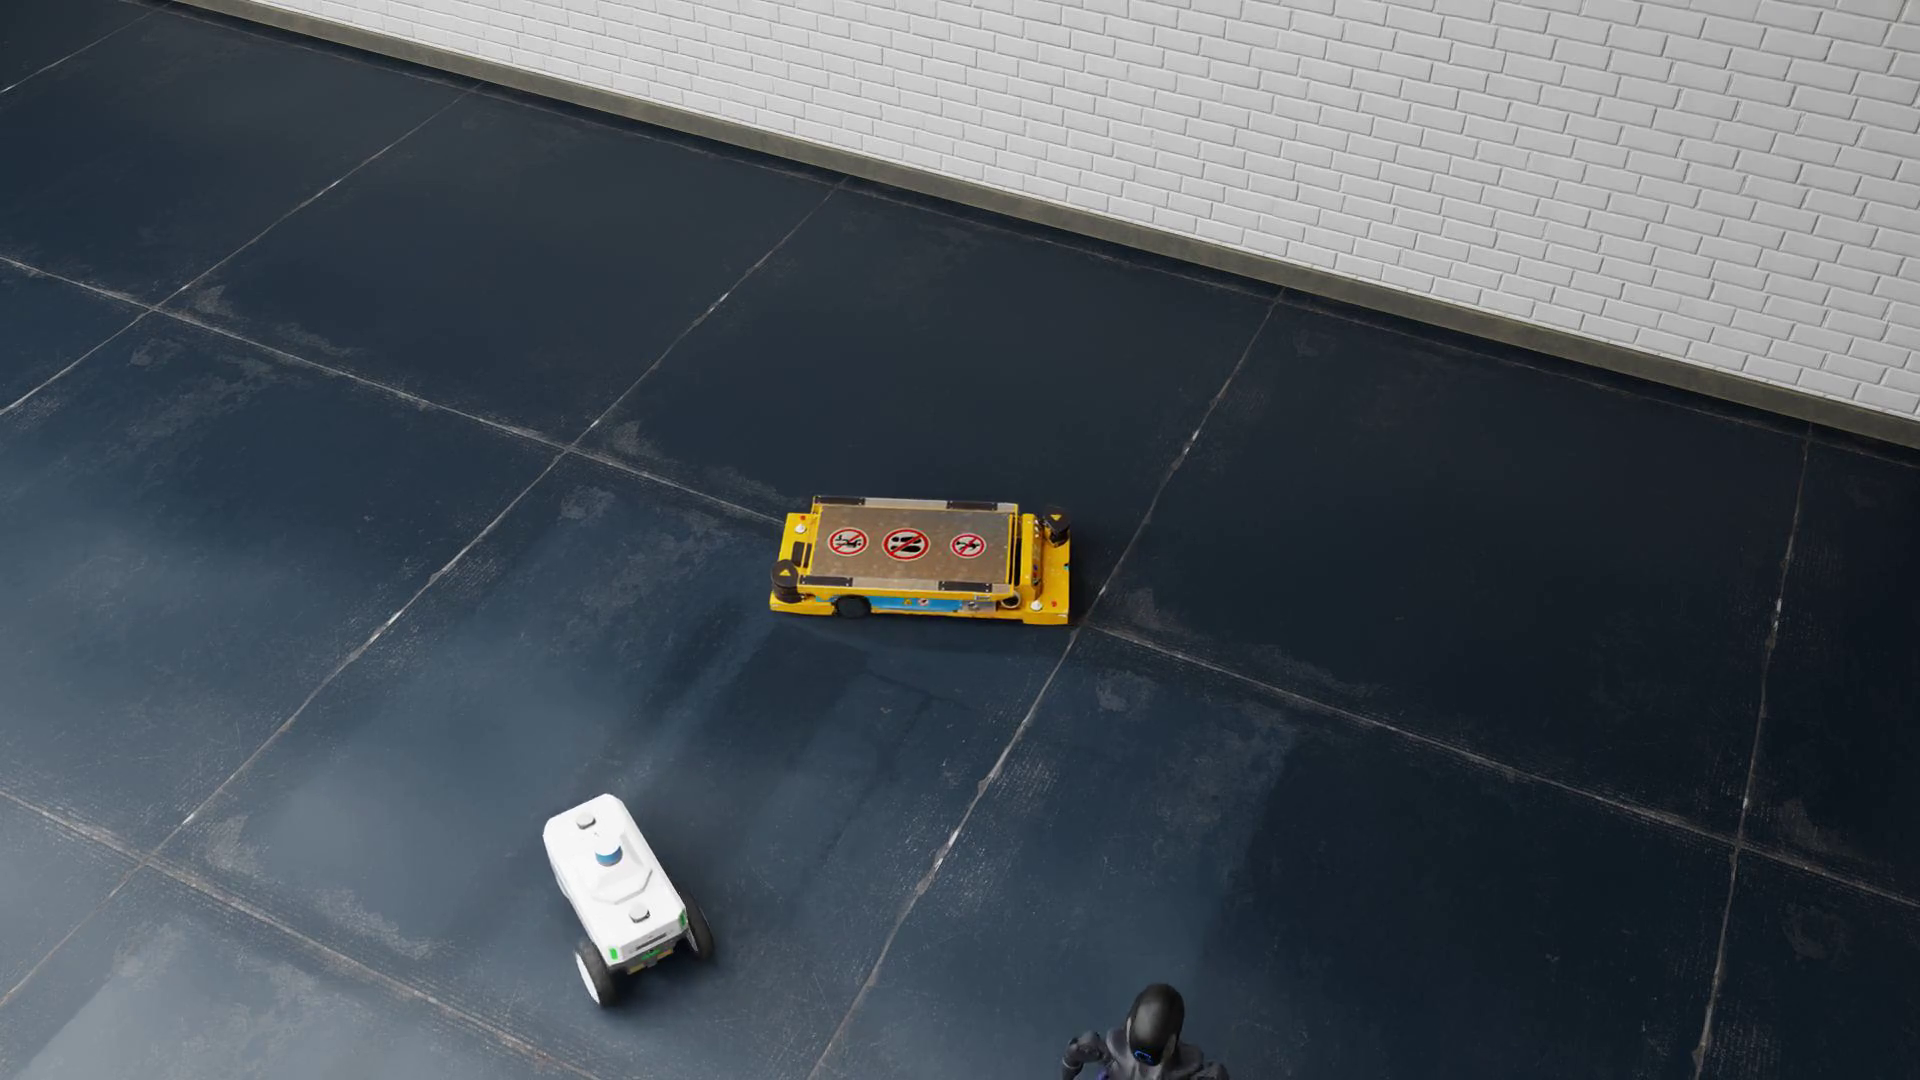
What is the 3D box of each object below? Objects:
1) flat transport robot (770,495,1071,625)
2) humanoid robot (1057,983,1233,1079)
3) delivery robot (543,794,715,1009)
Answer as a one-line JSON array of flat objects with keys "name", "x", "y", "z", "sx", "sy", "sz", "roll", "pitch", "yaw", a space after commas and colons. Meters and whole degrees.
[{"name": "flat transport robot", "x": -0.179, "y": 0.097, "z": 8.150, "sx": 1.431, "sy": 0.231, "sz": 0.659, "roll": 2, "pitch": 43, "yaw": 3}, {"name": "humanoid robot", "x": 0.573, "y": 1.878, "z": 5.231, "sx": 0.608, "sy": 1.636, "sz": 0.766, "roll": 10, "pitch": 44, "yaw": 11}, {"name": "delivery robot", "x": -1.338, "y": 1.401, "z": 6.546, "sx": 0.499, "sy": 0.613, "sz": 0.807, "roll": -23, "pitch": 48, "yaw": -23}]
